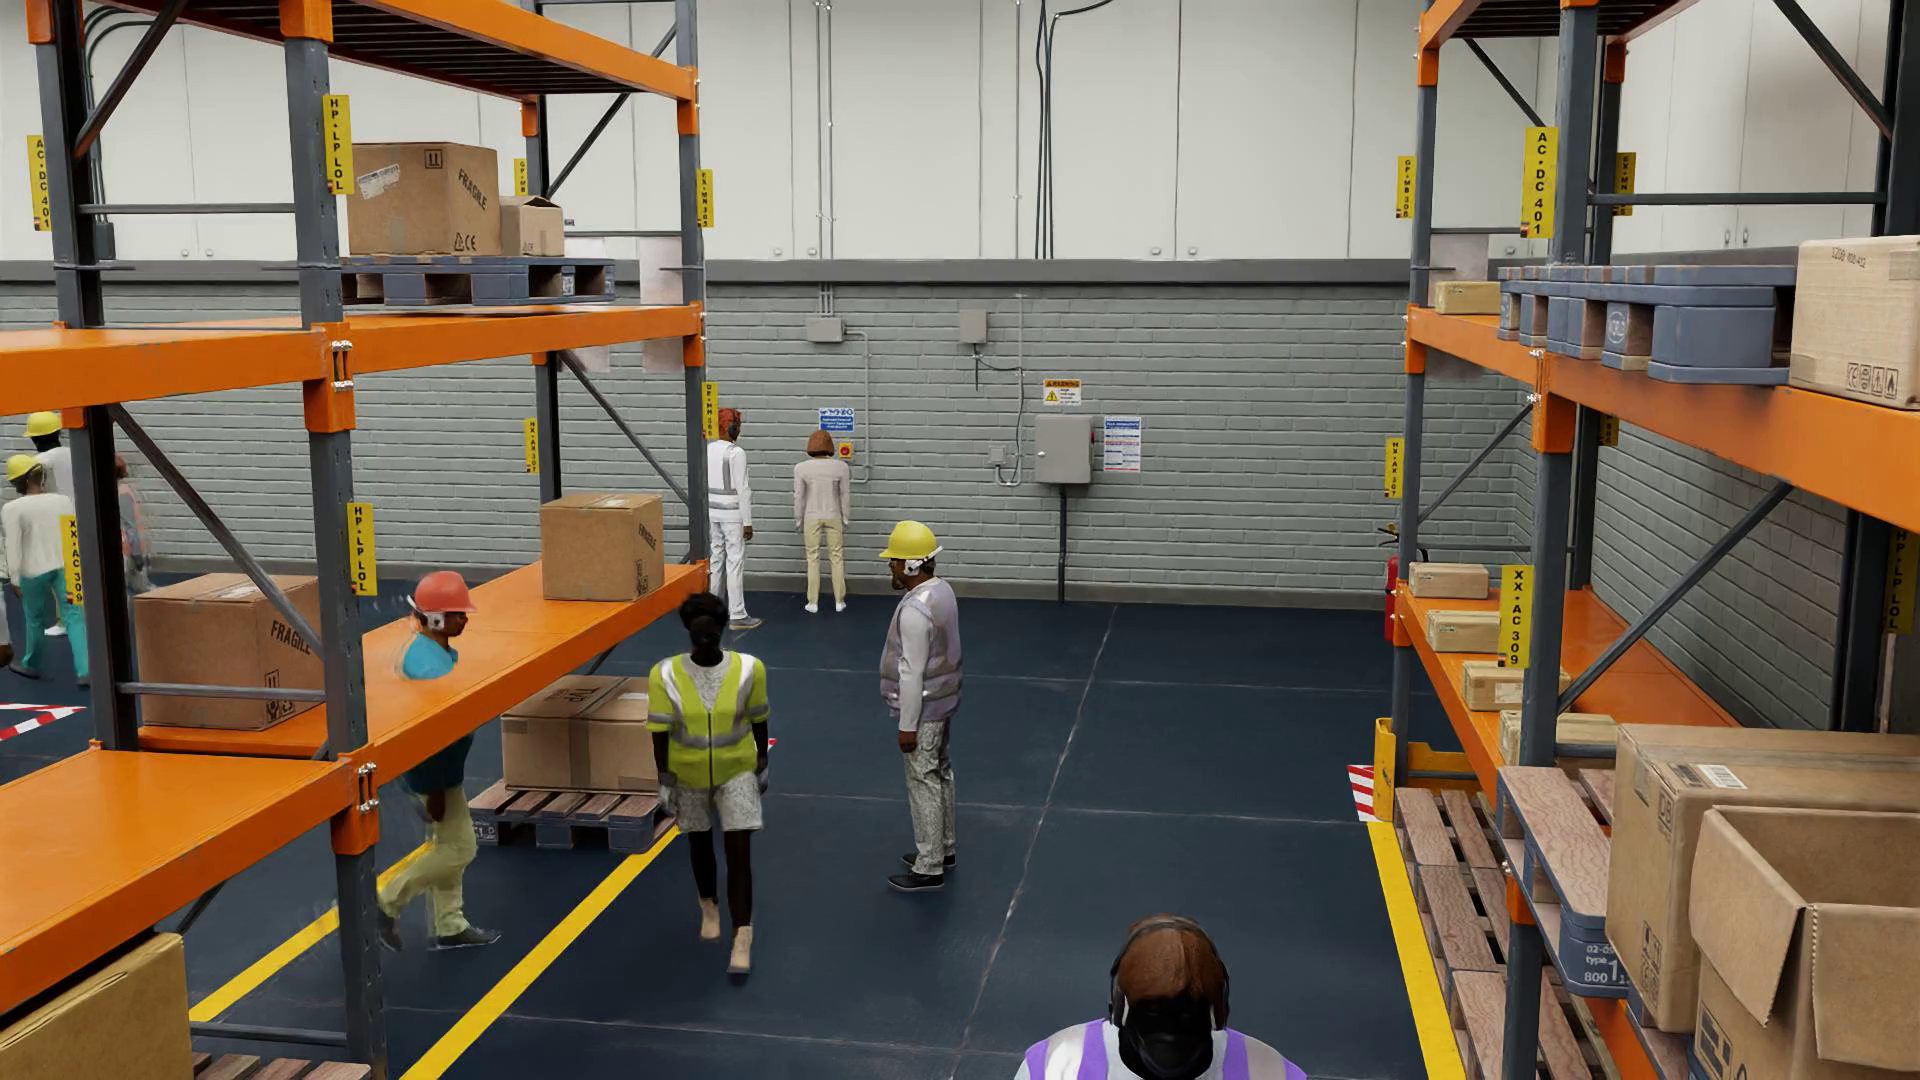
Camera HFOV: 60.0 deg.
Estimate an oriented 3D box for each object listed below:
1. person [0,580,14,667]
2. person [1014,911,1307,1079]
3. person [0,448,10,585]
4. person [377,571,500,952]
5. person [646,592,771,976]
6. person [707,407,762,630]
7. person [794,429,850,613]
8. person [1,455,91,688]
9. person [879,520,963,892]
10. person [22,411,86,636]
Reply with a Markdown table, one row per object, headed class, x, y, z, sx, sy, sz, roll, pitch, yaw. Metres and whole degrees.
| class | x | y | z | sx | sy | sz | roll | pitch | yaw |
| --- | --- | --- | --- | --- | --- | --- | --- | --- | --- |
| person | -5.672 | 0.508 | 9.408 | 0.631 | 2.023 | 0.431 | 1 | 9 | 9 |
| person | 0.376 | 1.605 | 3.211 | 0.621 | 1.844 | 0.429 | 1 | 9 | 4 |
| person | -9.444 | -0.411 | 15.973 | 0.574 | 1.737 | 0.354 | 4 | 10 | 23 |
| person | -2.341 | 0.992 | 7.310 | 0.506 | 1.731 | 0.568 | -3 | 10 | -18 |
| person | -1.084 | 1.043 | 7.236 | 0.537 | 1.649 | 0.831 | -1 | 9 | -8 |
| person | -1.955 | -0.183 | 14.107 | 0.575 | 1.885 | 0.355 | 9 | 13 | 44 |
| person | -1.227 | -0.167 | 14.780 | 0.501 | 1.631 | 0.286 | -2 | 9 | -10 |
| person | -6.657 | 0.229 | 12.115 | 0.894 | 1.703 | 0.589 | 7 | 12 | 37 |
| person | -0.196 | 0.809 | 8.197 | 0.404 | 1.823 | 0.591 | 2 | 9 | 12 |
| person | -7.353 | -0.124 | 13.701 | 0.581 | 1.900 | 0.705 | 4 | 10 | 24 |
